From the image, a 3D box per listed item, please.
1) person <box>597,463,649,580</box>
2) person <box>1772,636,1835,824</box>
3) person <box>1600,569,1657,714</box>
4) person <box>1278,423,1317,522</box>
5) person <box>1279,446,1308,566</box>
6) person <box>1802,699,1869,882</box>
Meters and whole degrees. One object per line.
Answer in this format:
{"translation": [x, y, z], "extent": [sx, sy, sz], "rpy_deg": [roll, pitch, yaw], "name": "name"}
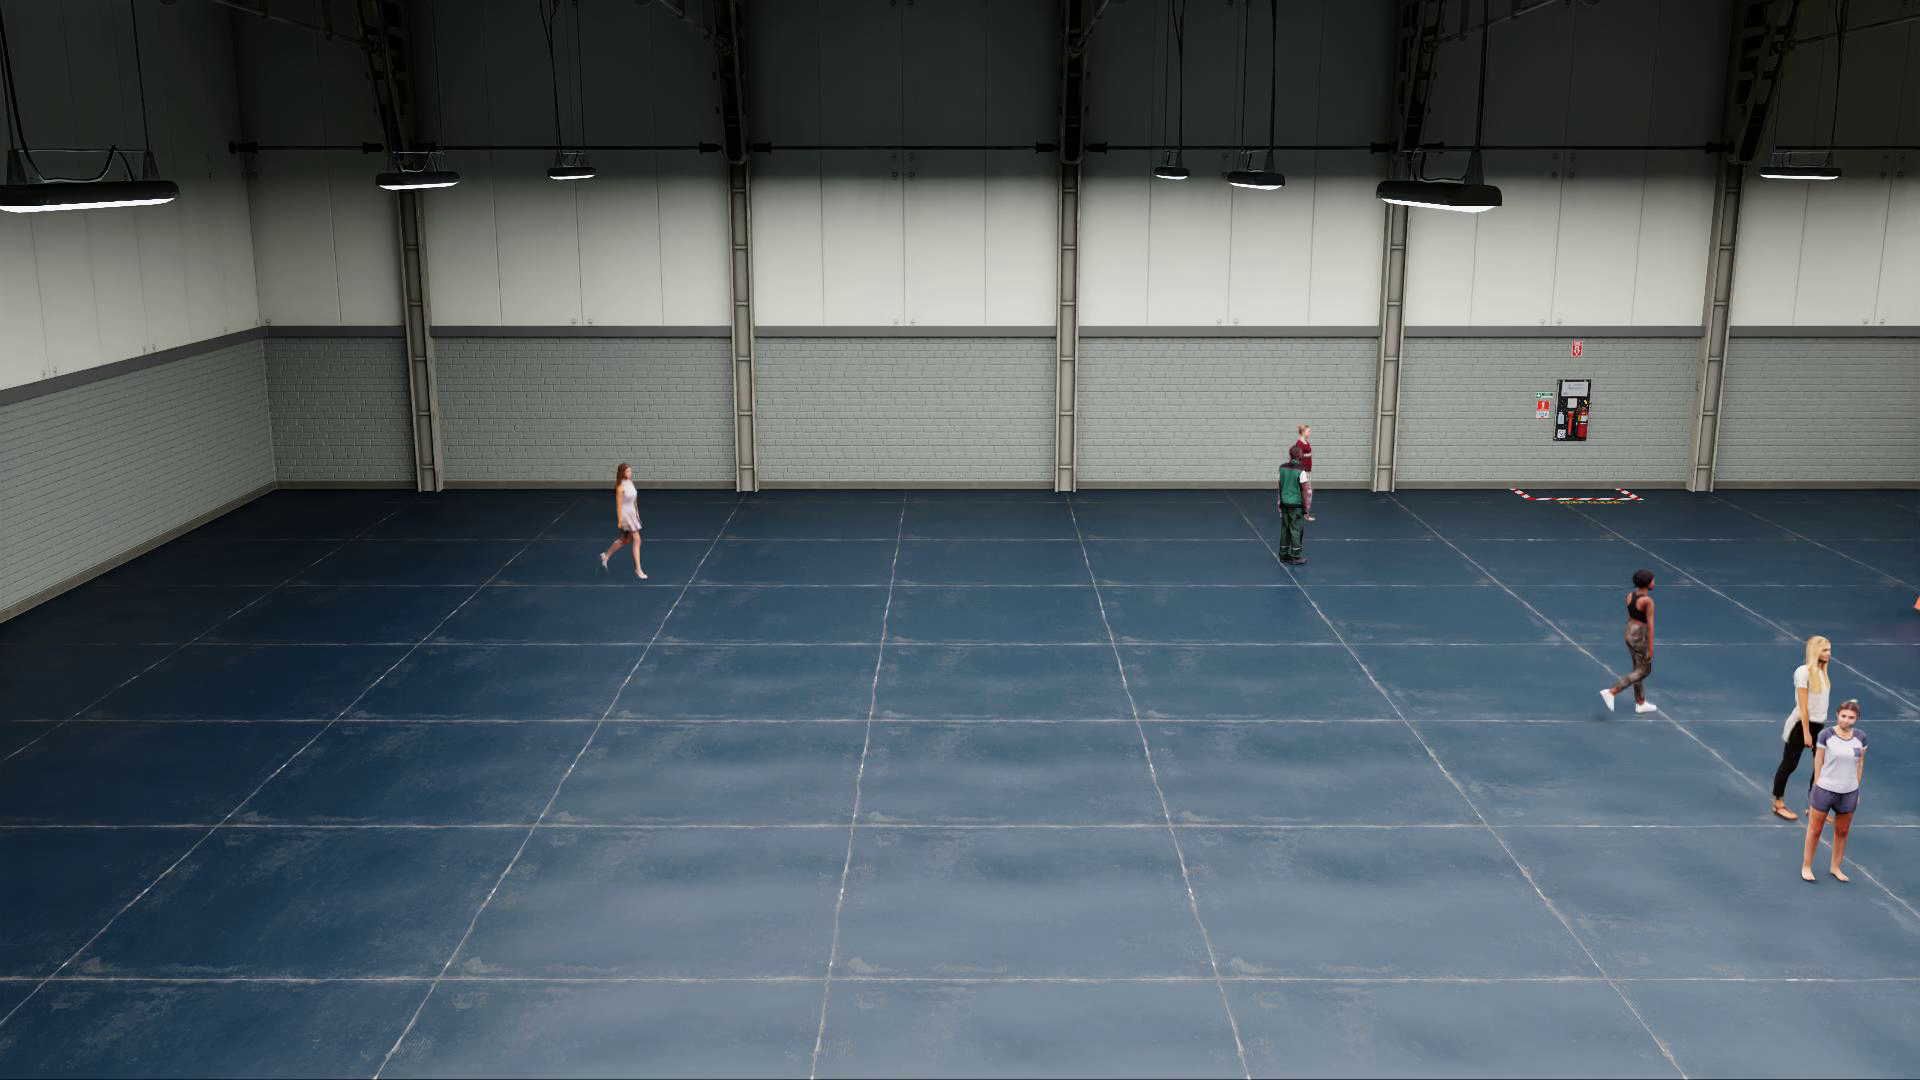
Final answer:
{"translation": [-5.020, -0.279, 24.714], "extent": [1.168, 1.735, 0.804], "rpy_deg": [4, 14, 18], "name": "person"}
{"translation": [7.888, 1.766, 15.718], "extent": [0.830, 1.809, 0.862], "rpy_deg": [-8, 15, -31], "name": "person"}
{"translation": [7.533, 1.163, 18.607], "extent": [1.052, 1.680, 0.732], "rpy_deg": [-3, 13, -12], "name": "person"}
{"translation": [5.843, -1.168, 28.679], "extent": [0.995, 1.678, 0.807], "rpy_deg": [5, 14, 20], "name": "person"}
{"translation": [5.133, -0.548, 25.643], "extent": [0.825, 1.840, 0.784], "rpy_deg": [-11, 17, -39], "name": "person"}
{"translation": [7.590, 2.162, 14.422], "extent": [0.487, 1.623, 0.667], "rpy_deg": [1, 13, 6], "name": "person"}
